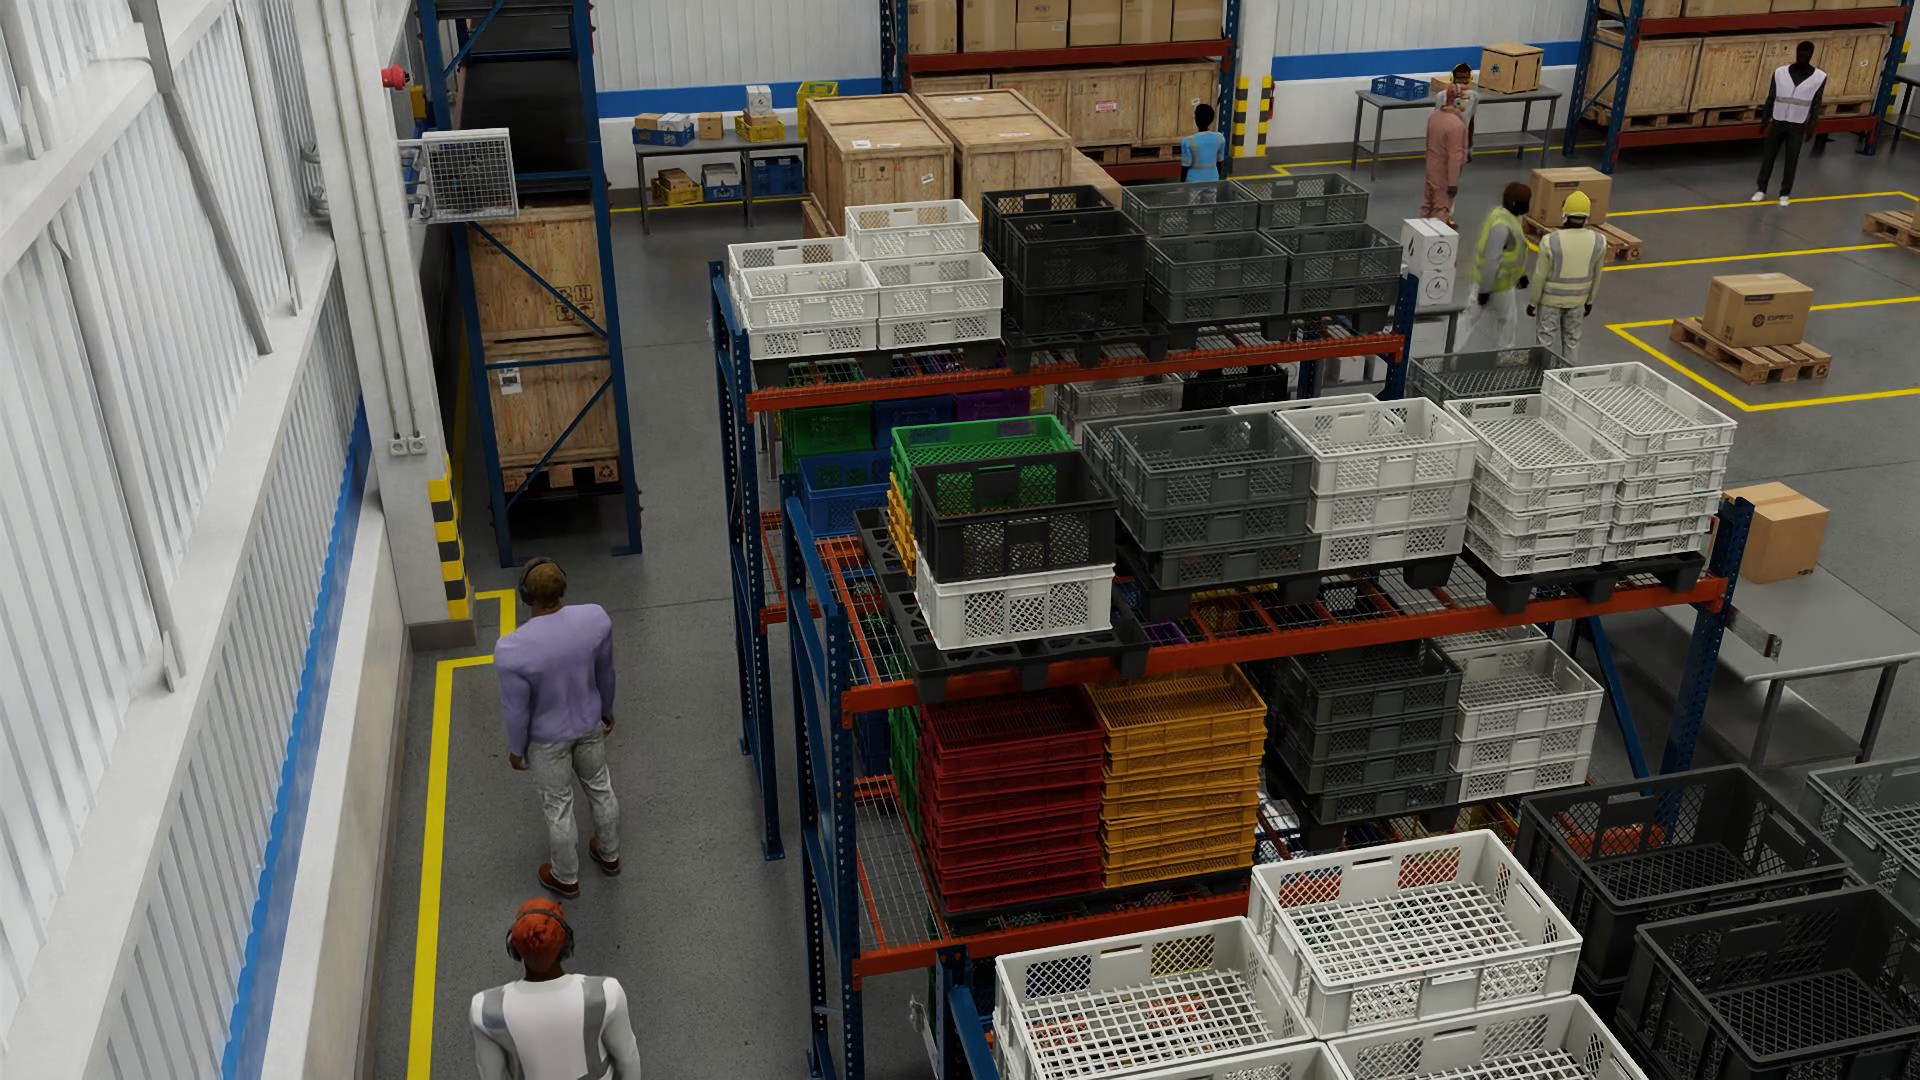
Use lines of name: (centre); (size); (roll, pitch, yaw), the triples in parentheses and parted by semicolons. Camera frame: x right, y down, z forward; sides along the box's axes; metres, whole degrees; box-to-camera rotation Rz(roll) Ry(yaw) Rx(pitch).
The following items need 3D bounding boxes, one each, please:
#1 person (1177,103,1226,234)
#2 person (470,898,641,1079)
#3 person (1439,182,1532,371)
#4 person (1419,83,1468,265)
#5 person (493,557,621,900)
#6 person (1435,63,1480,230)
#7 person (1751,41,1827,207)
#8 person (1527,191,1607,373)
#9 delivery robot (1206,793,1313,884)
person: (2.545, -3.775, 17.659); (0.535, 1.697, 0.318); (-13, 30, -23)
person: (-1.476, 2.131, 6.258); (0.572, 1.883, 0.354); (-4, 28, -8)
person: (4.757, -2.332, 14.838); (0.901, 1.784, 0.602); (1, 28, 2)
person: (5.142, -3.870, 17.618); (0.399, 1.908, 0.643); (-4, 28, -7)
person: (-2.019, 0.950, 8.440); (0.632, 1.940, 0.372); (-23, 36, -37)
person: (5.533, -4.424, 18.710); (0.535, 1.868, 0.309); (-2, 28, -3)
person: (9.768, -4.915, 19.599); (0.591, 1.910, 0.378); (16, 32, 28)
person: (5.184, -2.094, 14.327); (0.586, 1.833, 0.403); (-2, 28, -3)
delivery robot: (1.529, 1.545, 8.686); (0.477, 0.478, 0.707); (-17, 32, -29)
